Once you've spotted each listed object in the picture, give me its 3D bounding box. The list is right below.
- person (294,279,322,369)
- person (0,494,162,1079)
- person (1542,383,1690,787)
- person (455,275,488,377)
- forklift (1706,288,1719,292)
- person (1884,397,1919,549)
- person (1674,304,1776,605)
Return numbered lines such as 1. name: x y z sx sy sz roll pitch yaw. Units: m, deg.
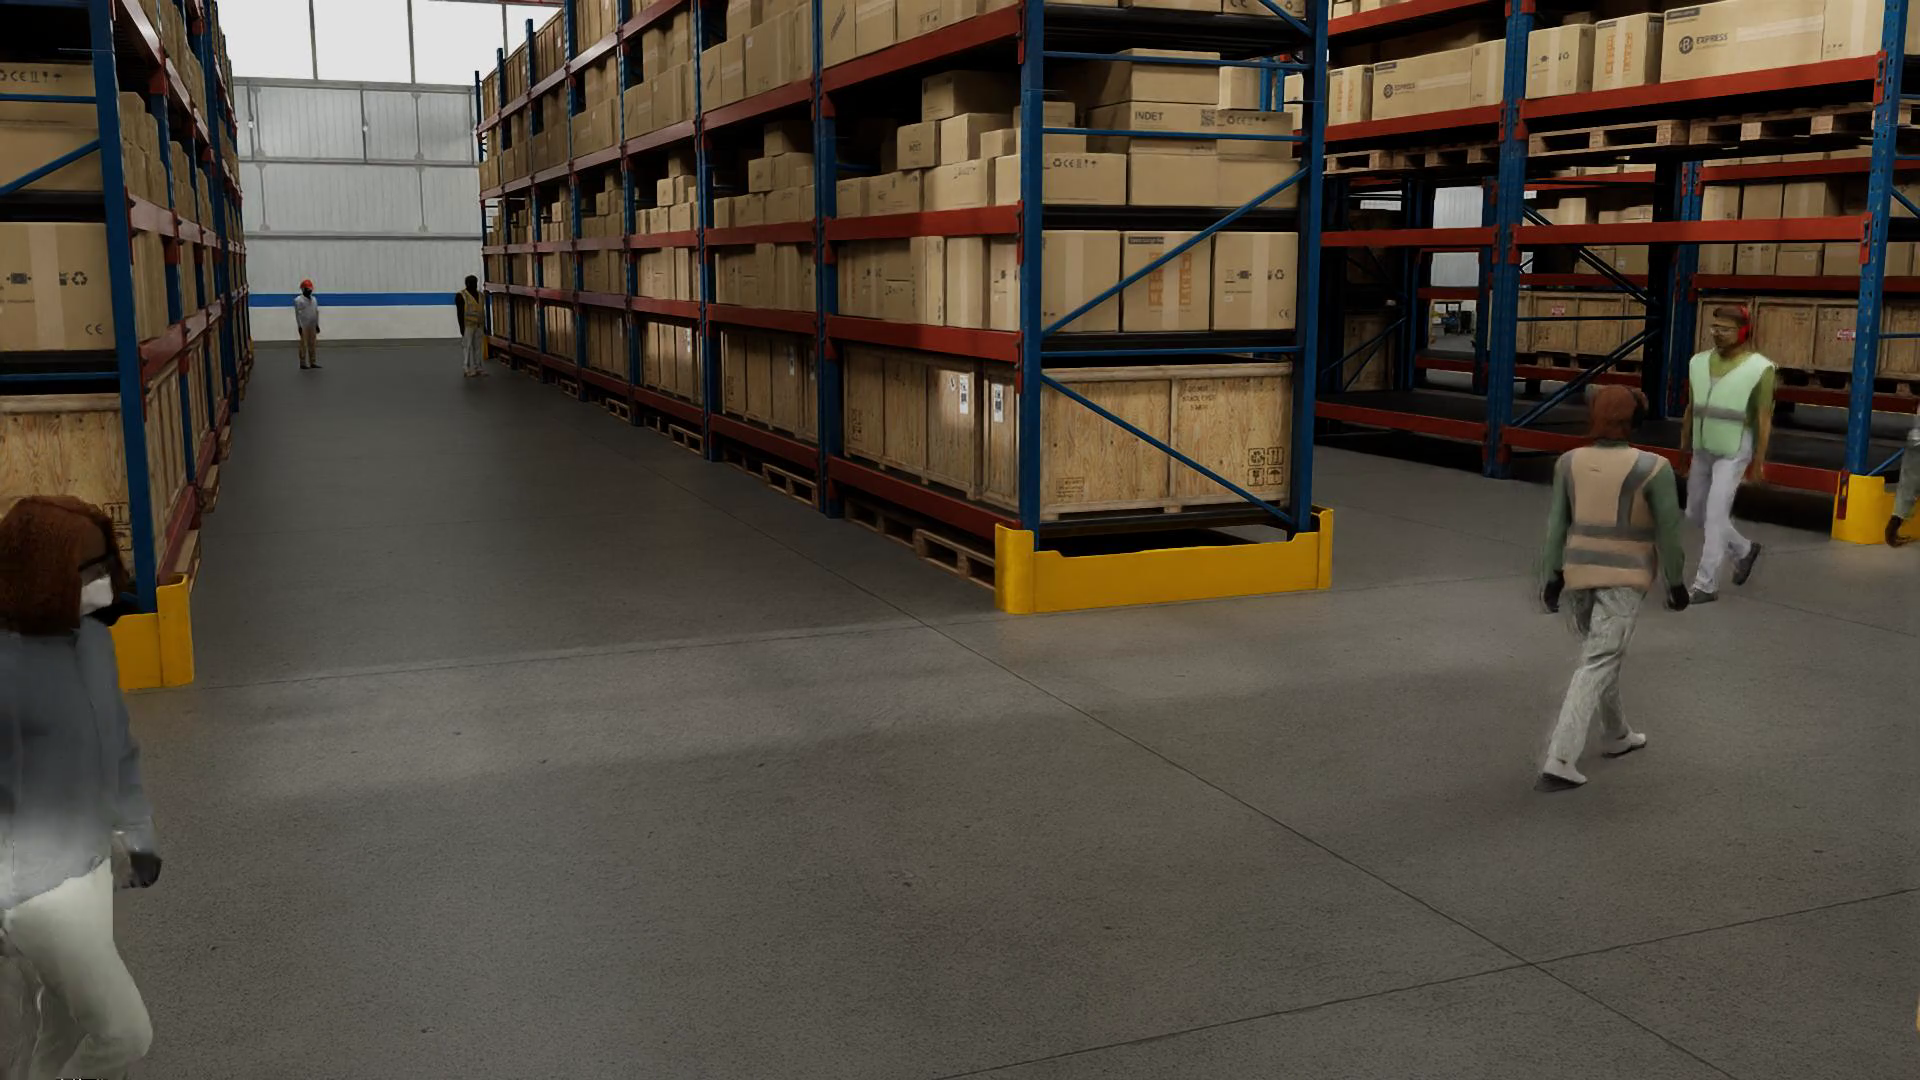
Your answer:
1. person: -12.707 -4.203 32.448 0.350 1.744 0.558 4 10 20
2. person: -1.842 0.701 3.431 0.401 1.609 0.602 -1 9 -4
3. person: 2.604 0.173 6.690 0.874 1.594 0.514 -6 11 -33
4. person: -8.842 -3.879 30.206 0.429 1.844 0.622 6 11 31
5. forklift: 12.568 -3.866 27.018 1.873 2.768 1.129 -8 12 -38
6. person: 4.345 -0.112 7.131 0.908 2.004 0.632 -7 12 -37
7. person: 4.688 -0.527 10.161 0.693 1.830 0.579 -4 10 -23
